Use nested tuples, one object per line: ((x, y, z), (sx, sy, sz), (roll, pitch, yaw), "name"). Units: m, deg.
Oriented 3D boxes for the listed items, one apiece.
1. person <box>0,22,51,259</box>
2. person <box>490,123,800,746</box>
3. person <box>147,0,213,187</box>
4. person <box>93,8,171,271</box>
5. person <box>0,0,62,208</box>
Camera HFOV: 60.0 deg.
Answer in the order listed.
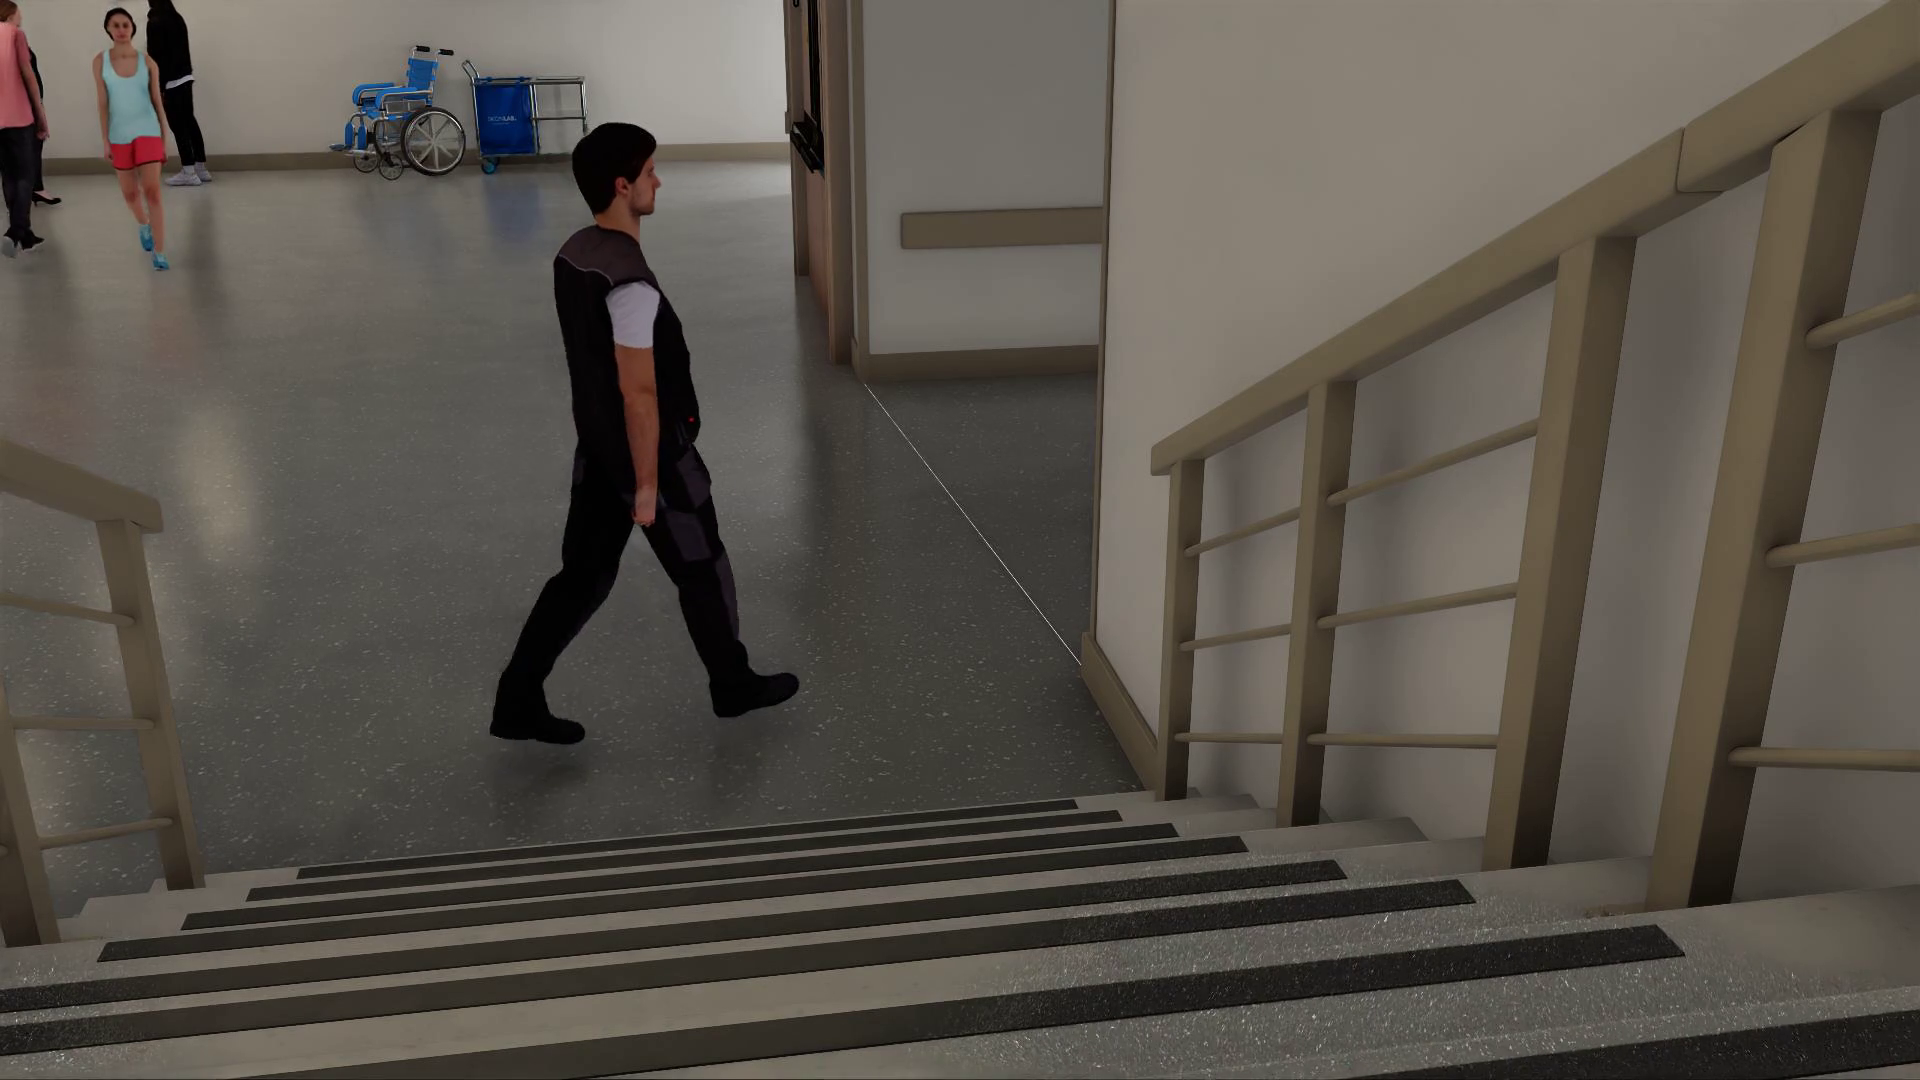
((-6.735, -2.905, 11.671), (0.704, 1.917, 1.171), (-6, 22, -16), "person")
((-1.026, -0.222, 4.735), (1.072, 1.812, 1.204), (-15, 26, -35), "person")
((-7.148, -4.170, 15.151), (0.789, 1.818, 0.625), (2, 21, 5), "person")
((-5.738, -2.764, 11.553), (0.733, 1.737, 1.162), (-8, 22, -20), "person")
((-7.940, -3.687, 14.066), (0.689, 1.684, 0.749), (14, 25, 32), "person")
